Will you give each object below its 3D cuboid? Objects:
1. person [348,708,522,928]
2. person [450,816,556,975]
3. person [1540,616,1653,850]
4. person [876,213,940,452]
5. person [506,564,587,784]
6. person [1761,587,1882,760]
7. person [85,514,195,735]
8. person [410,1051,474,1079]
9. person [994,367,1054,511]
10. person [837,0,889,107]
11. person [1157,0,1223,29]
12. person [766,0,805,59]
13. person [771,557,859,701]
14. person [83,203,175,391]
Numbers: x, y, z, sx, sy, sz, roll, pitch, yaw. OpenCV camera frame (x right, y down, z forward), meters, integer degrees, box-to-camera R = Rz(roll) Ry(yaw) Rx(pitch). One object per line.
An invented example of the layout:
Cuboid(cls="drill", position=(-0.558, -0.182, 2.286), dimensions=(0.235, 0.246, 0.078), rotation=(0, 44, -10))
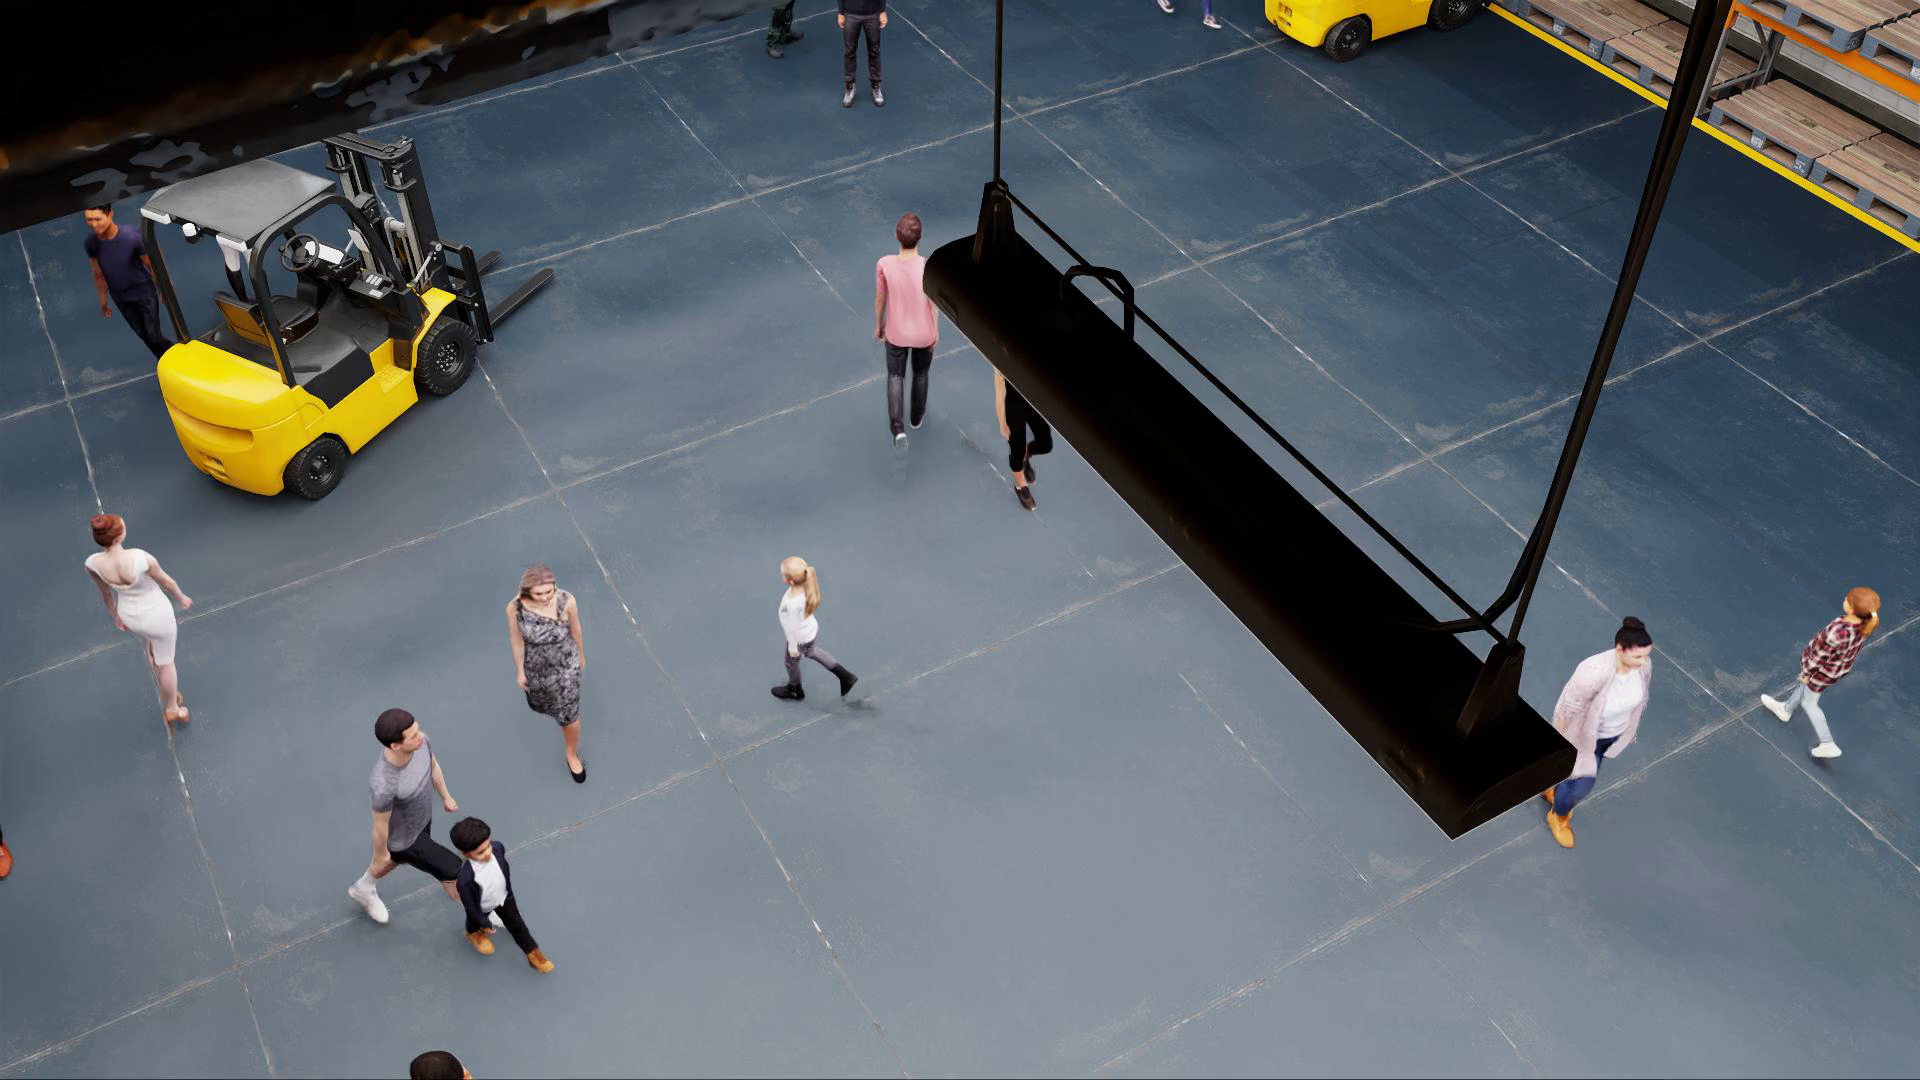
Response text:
Cuboid(cls="person", position=(-3.150, 1.570, 9.173), dimensions=(1.209, 1.812, 1.257), rotation=(6, 44, 6))
Cuboid(cls="person", position=(-2.673, 1.943, 9.229), dimensions=(0.916, 1.194, 0.696), rotation=(29, 51, 27))
Cuboid(cls="person", position=(3.676, 1.028, 9.799), dimensions=(0.739, 1.732, 0.721), rotation=(-17, 46, -17))
Cuboid(cls="person", position=(-0.382, -1.485, 12.288), dimensions=(0.971, 1.939, 1.132), rotation=(2, 44, 2))
Cuboid(cls="person", position=(-2.501, 0.707, 10.176), dimensions=(0.822, 1.678, 1.067), rotation=(-4, 44, -4))
Cuboid(cls="person", position=(5.436, 0.819, 10.340), dimensions=(0.545, 1.289, 0.858), rotation=(-20, 47, -20))
Cuboid(cls="person", position=(-5.036, 0.570, 10.245), dimensions=(0.715, 1.782, 0.773), rotation=(-1, 44, -1))
Cuboid(cls="person", position=(-2.314, 2.897, 7.902), dimensions=(0.690, 1.643, 0.550), rotation=(-5, 44, -5))
Cuboid(cls="person", position=(0.401, -0.972, 11.915), dimensions=(0.632, 1.711, 0.703), rotation=(-21, 48, -21))
Cuboid(cls="person", position=(-0.957, -5.150, 16.186), dimensions=(0.716, 1.869, 0.704), rotation=(-3, 44, -3))
Cuboid(cls="person", position=(2.396, -6.317, 17.556), dimensions=(0.681, 1.669, 1.138), rotation=(-23, 48, -22))
Cuboid(cls="person", position=(-1.845, -5.877, 16.986), dimensions=(0.934, 1.818, 0.817), rotation=(-5, 44, -6))
Cuboid(cls="person", position=(-0.951, 0.600, 10.588), dimensions=(0.852, 1.264, 0.793), rotation=(11, 45, 11))
Cuboid(cls="person", position=(-6.363, -1.958, 12.899), dimensions=(0.752, 1.781, 0.783), rotation=(4, 44, 4))
